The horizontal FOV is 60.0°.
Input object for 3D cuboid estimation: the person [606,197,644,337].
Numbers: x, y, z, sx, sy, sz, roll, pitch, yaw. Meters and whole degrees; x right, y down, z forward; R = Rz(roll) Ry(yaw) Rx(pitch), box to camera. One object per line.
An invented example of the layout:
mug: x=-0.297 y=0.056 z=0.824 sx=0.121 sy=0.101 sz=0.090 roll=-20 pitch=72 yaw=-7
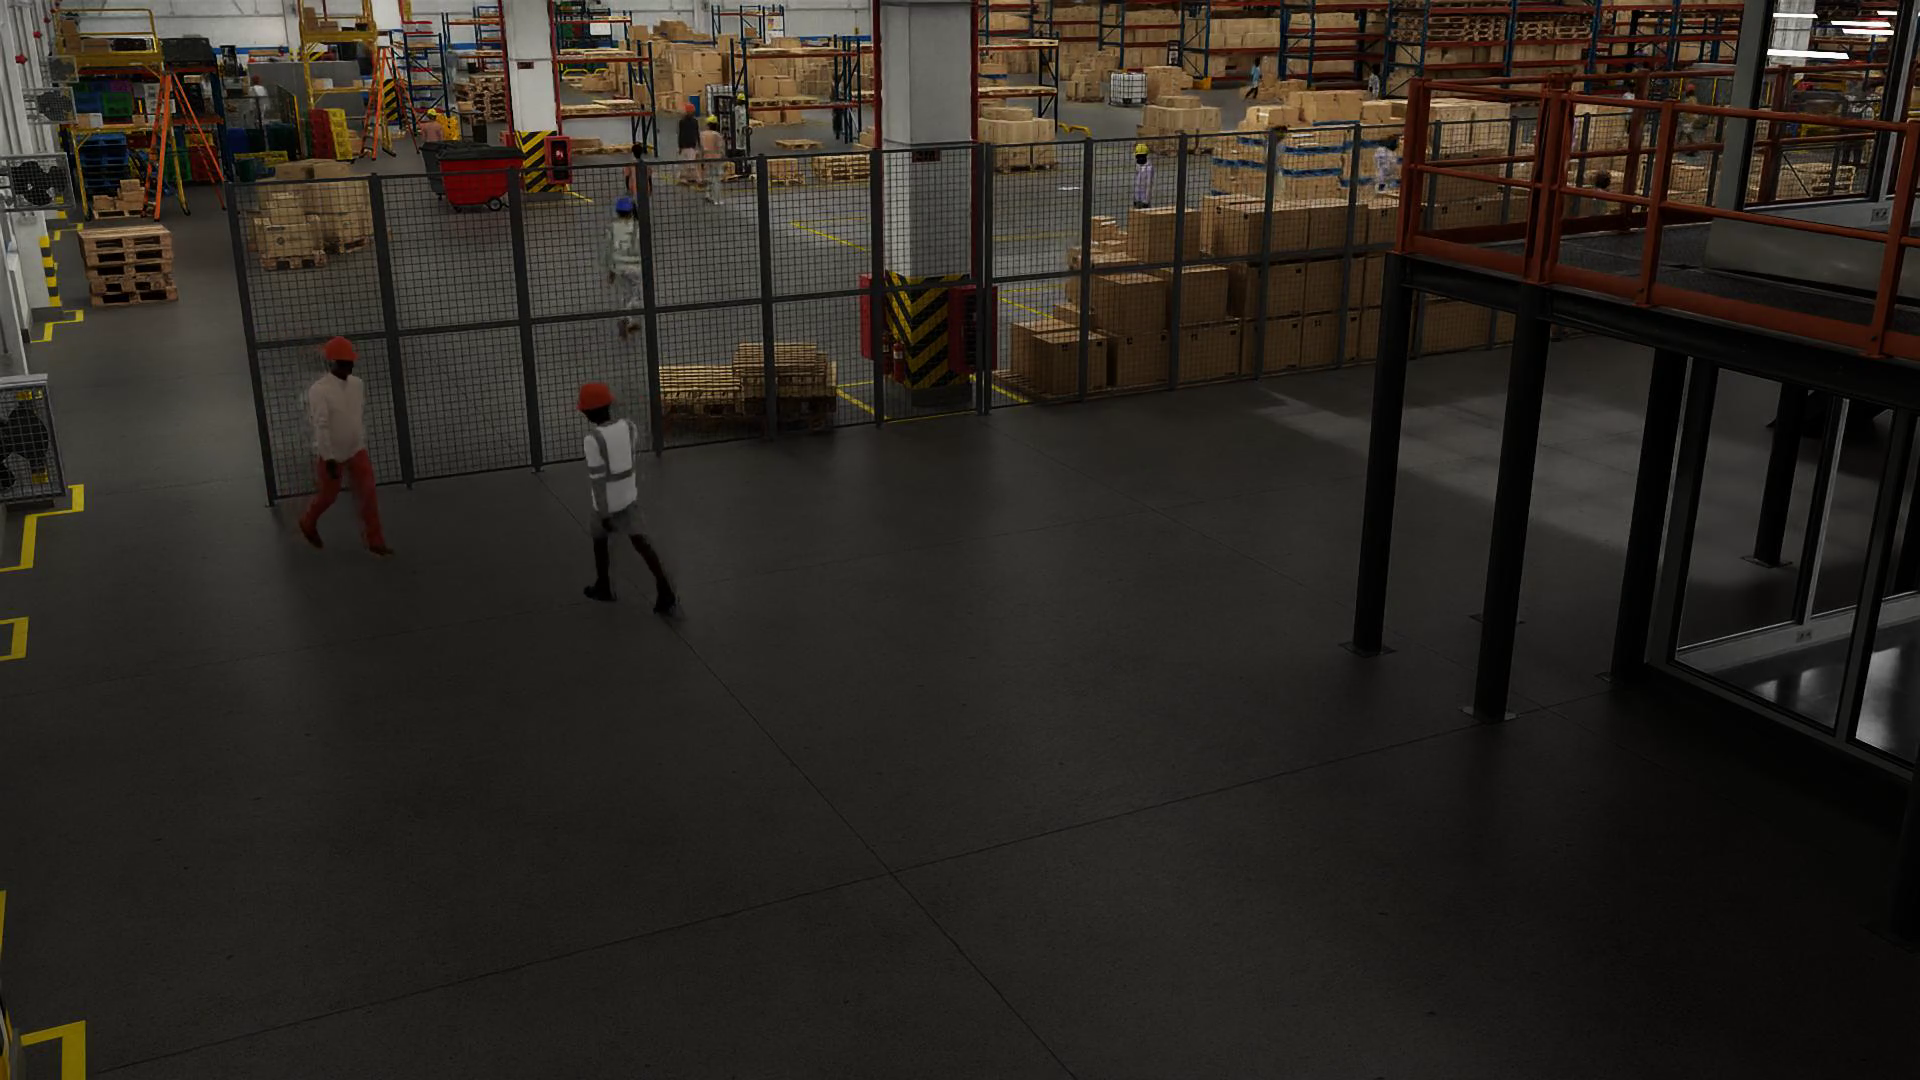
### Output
person: x=-4.613 y=-3.763 z=23.027 sx=0.612 sy=1.924 sz=0.738 roll=6 pitch=20 yaw=16

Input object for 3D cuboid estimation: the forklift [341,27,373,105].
forklift: x=-22.275 y=-17.346 z=60.954 sx=1.873 sy=2.768 sz=1.129 roll=-9 pitch=21 yaw=-25

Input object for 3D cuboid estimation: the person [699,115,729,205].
person: x=-5.280 y=-8.163 z=35.795 sx=0.623 sy=1.906 sz=0.438 roll=8 pitch=20 yaw=21

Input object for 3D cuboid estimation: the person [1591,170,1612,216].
person: x=10.245 y=-5.069 z=26.953 sx=0.580 sy=1.829 sz=0.642 roll=5 pitch=20 yaw=13

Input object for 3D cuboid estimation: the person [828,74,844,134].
person: x=-3.782 y=-13.436 z=51.249 sx=0.645 sy=1.802 sz=0.448 roll=11 pitch=22 yaw=28

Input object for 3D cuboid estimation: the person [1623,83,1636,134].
person: x=19.882 y=-12.675 z=49.249 sx=0.542 sy=1.662 sz=0.805 roll=3 pitch=19 yaw=10

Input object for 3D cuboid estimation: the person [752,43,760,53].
person: x=-8.433 y=-19.801 z=69.549 sx=0.603 sy=1.895 sz=0.576 roll=-11 pitch=22 yaw=-28

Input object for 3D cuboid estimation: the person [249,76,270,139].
person: x=-20.962 y=-12.968 z=49.841 sx=0.966 sy=1.847 sz=0.586 roll=12 pitch=22 yaw=30

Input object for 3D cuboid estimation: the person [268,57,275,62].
person: x=-23.875 y=-15.828 z=57.983 sx=0.373 sy=1.938 sz=0.654 roll=1 pitch=19 yaw=2

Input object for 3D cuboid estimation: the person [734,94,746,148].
person: x=-5.790 y=-10.939 z=44.105 sx=0.314 sy=1.739 sz=0.485 roll=8 pitch=20 yaw=21

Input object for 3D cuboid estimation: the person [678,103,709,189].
person: x=-6.223 y=-9.139 z=38.585 sx=1.017 sy=1.939 sz=0.641 roll=9 pitch=21 yaw=25

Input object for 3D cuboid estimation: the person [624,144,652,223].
person: x=-6.235 y=-6.836 z=32.295 sx=0.548 sy=1.679 sz=0.381 roll=-7 pitch=20 yaw=-20

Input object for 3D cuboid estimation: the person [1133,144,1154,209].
person: x=3.281 y=-6.165 z=29.994 sx=0.390 sy=1.923 sz=0.588 roll=-7 pitch=20 yaw=-20

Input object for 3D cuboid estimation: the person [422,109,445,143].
person: x=-12.389 y=-9.252 z=39.204 sx=0.550 sy=1.775 sz=0.422 roll=3 pitch=19 yaw=10

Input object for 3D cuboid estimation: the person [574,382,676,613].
person: x=-2.681 y=-0.333 z=13.139 sx=0.954 sy=1.894 sz=0.565 roll=15 pitch=24 yaw=37

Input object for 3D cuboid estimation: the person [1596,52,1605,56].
person: x=28.765 y=-21.538 z=74.978 sx=0.511 sy=1.641 sz=0.309 roll=4 pitch=20 yaw=13

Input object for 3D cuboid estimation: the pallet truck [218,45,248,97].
pallet truck: x=-28.879 y=-18.665 z=66.111 sx=0.823 sy=1.965 sz=1.885 roll=-3 pitch=19 yaw=-9

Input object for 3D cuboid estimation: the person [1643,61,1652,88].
person: x=24.907 y=-16.565 z=60.507 sx=0.642 sy=1.675 sz=0.537 roll=-12 pitch=22 yaw=-30

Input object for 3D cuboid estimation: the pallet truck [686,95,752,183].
pallet truck: x=-5.836 y=-9.608 z=39.856 sx=0.823 sy=1.965 sz=1.885 roll=10 pitch=22 yaw=27

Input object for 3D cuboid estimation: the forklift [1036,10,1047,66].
forklift: x=4.213 y=-25.598 z=84.873 sx=1.873 sy=2.768 sz=1.129 roll=-9 pitch=21 yaw=-25

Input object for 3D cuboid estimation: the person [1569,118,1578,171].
person: x=13.962 y=-9.115 z=38.383 sx=0.408 sy=2.035 sz=0.601 roll=-2 pitch=19 yaw=-6

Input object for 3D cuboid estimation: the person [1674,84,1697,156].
person: x=19.772 y=-11.453 z=45.370 sx=0.992 sy=1.882 sz=0.548 roll=18 pitch=26 yaw=41

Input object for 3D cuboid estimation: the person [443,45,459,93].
person: x=-20.796 y=-19.266 z=68.027 sx=0.635 sy=1.896 sz=1.022 roll=0 pitch=19 yaw=-1

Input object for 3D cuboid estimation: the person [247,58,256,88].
person: x=-24.423 y=-15.689 z=57.572 sx=0.362 sy=1.938 sz=0.545 roll=-7 pitch=20 yaw=-19

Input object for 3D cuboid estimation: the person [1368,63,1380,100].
person: x=13.390 y=-14.414 z=53.833 sx=0.361 sy=1.963 sz=0.614 roll=10 pitch=21 yaw=27

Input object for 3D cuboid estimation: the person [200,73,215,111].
person: x=-24.848 y=-14.647 z=55.073 sx=0.513 sy=1.602 sz=0.847 roll=-2 pitch=19 yaw=-6

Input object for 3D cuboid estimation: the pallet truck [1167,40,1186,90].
pallet truck: x=9.045 y=-19.971 z=69.895 sx=0.823 sy=1.965 sz=1.885 roll=-3 pitch=19 yaw=-8

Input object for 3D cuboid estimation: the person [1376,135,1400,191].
person: x=8.366 y=-7.012 z=32.595 sx=0.451 sy=1.821 sz=0.639 roll=13 pitch=23 yaw=33

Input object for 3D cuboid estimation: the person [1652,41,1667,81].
person: x=31.408 y=-21.572 z=74.667 sx=0.642 sy=1.913 sz=0.408 roll=-6 pitch=20 yaw=-17

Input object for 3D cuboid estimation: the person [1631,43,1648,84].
person: x=27.908 y=-19.426 z=68.403 sx=0.630 sy=1.940 sz=0.370 roll=4 pitch=19 yaw=11

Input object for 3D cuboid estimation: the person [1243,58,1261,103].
person: x=11.067 y=-17.370 z=62.861 sx=0.741 sy=1.669 sz=0.551 roll=11 pitch=22 yaw=29

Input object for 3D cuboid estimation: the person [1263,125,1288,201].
person: x=6.519 y=-7.578 z=34.200 sx=0.575 sy=1.839 sz=0.755 roll=-13 pitch=23 yaw=-33

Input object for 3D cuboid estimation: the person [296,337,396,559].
person: x=-5.409 y=-0.808 z=14.409 sx=0.935 sy=1.962 sz=0.614 roll=11 pitch=22 yaw=28

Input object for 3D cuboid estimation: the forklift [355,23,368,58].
forklift: x=-23.103 y=-18.770 z=65.082 sx=1.129 sy=2.768 sz=1.873 roll=14 pitch=23 yaw=35
